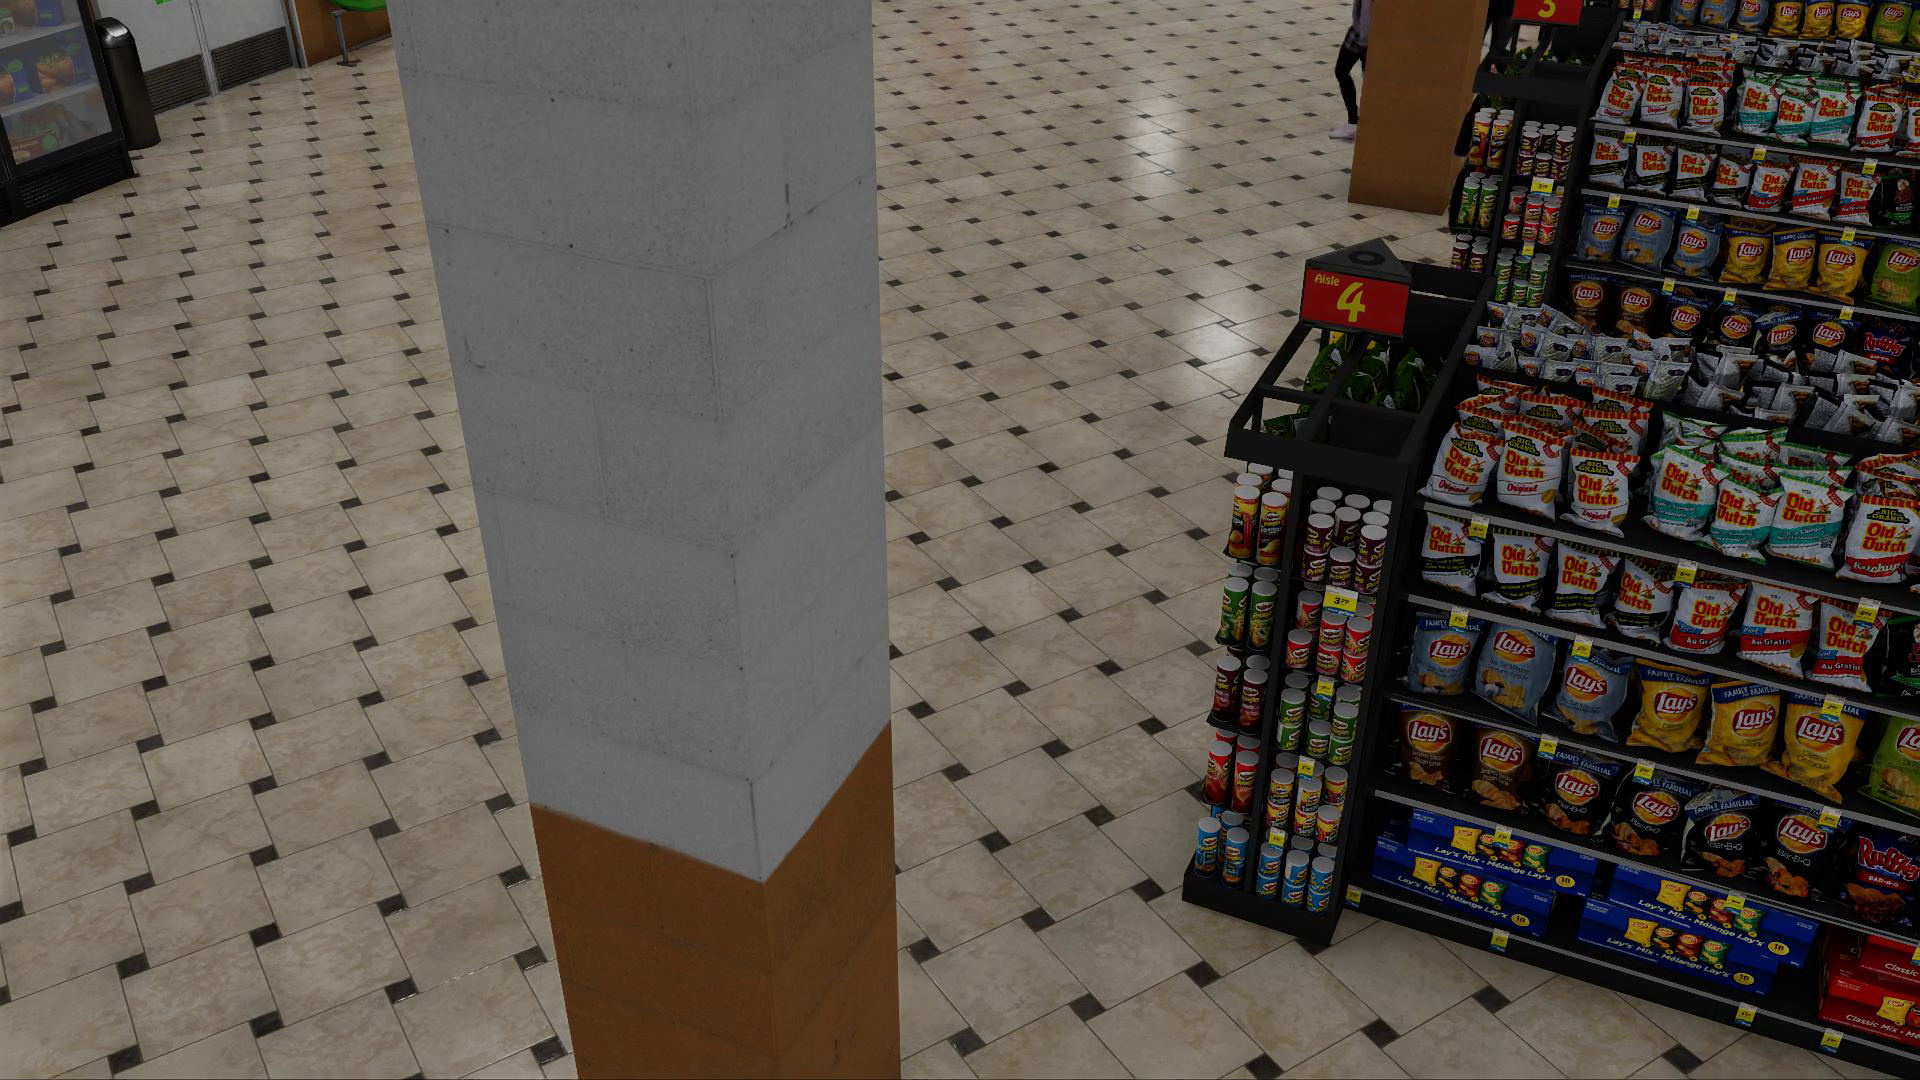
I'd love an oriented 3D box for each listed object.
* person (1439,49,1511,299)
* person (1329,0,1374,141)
[{"bbox_3d":[3.332,-2.246,10.362,0.894,1.630,0.850,-14,35,-22],"label":"person"},{"bbox_3d":[3.290,-3.974,13.012,0.638,1.763,0.667,21,37,30],"label":"person"}]
